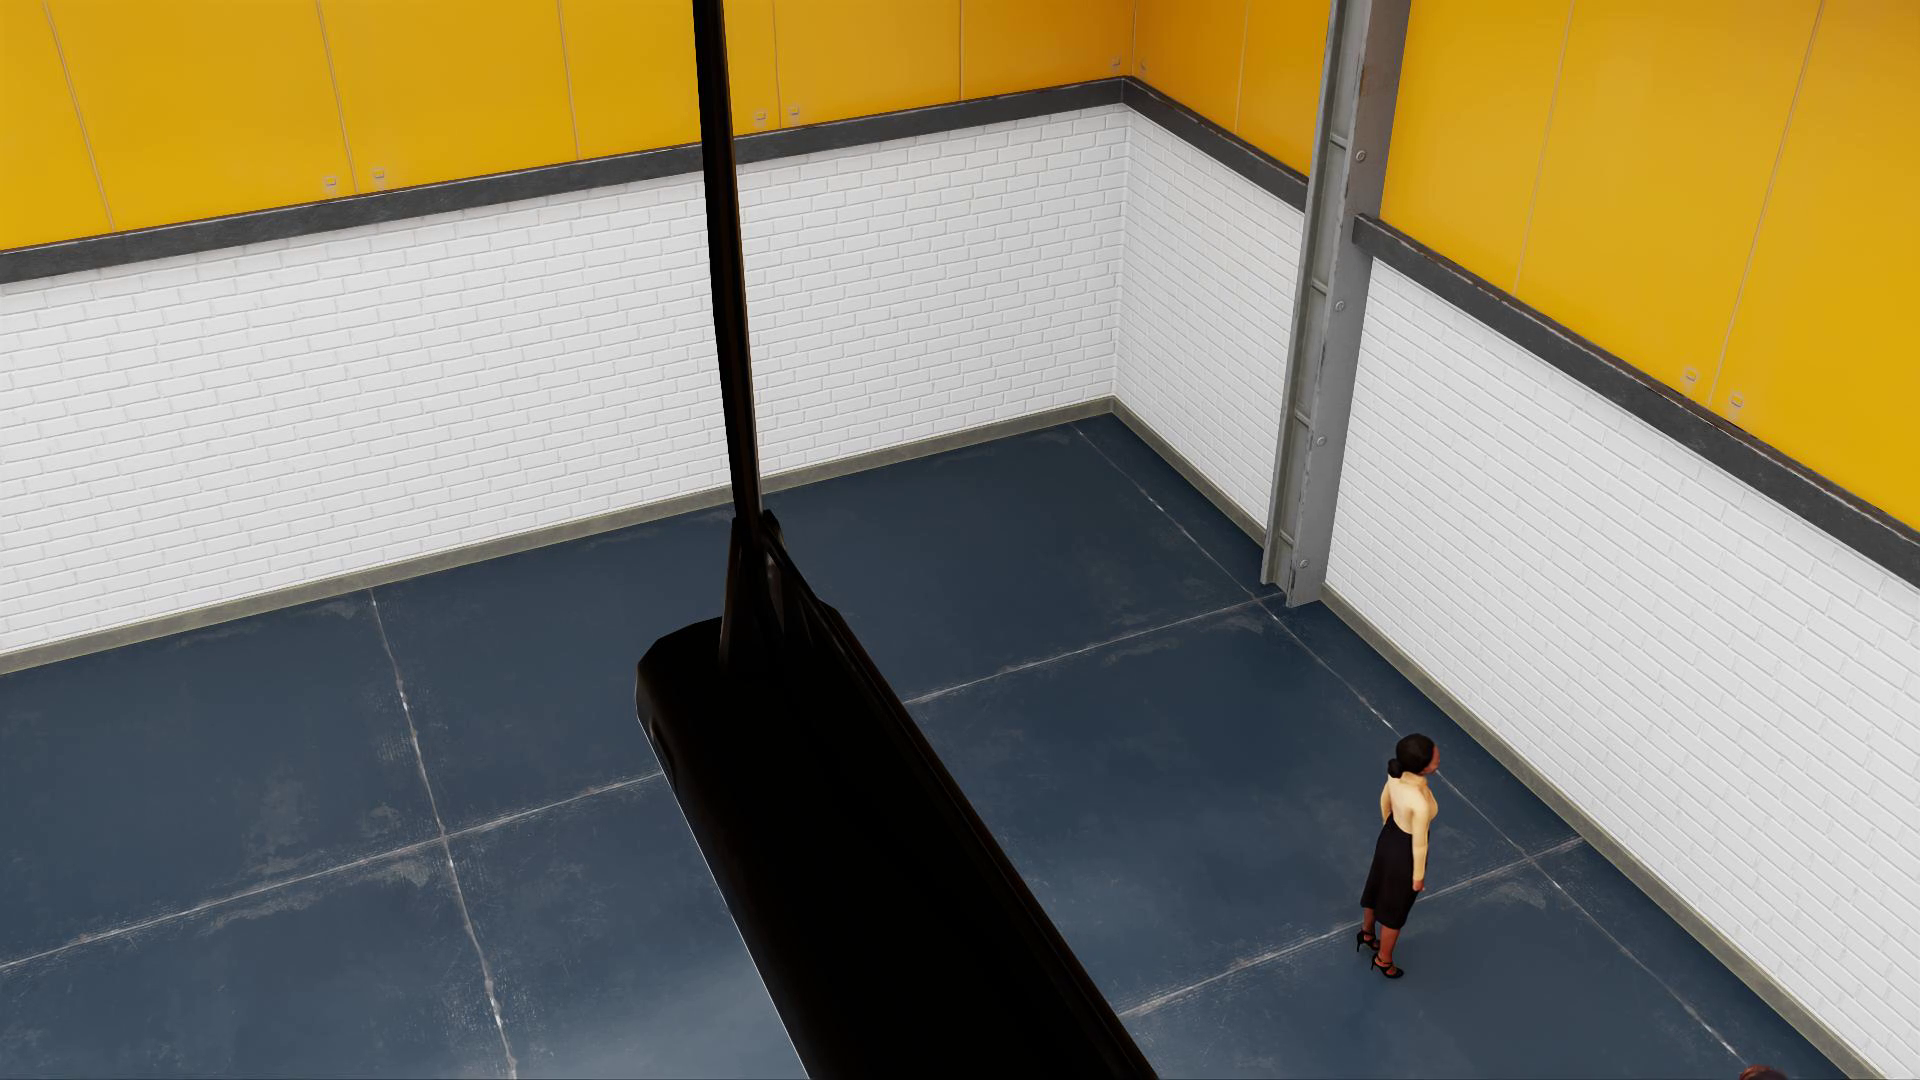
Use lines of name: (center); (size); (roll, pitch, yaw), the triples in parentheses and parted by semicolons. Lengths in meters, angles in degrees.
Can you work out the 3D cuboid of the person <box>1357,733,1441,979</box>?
person: (2.395, 1.713, 9.062); (0.680, 1.653, 0.533); (-7, 34, -11)
